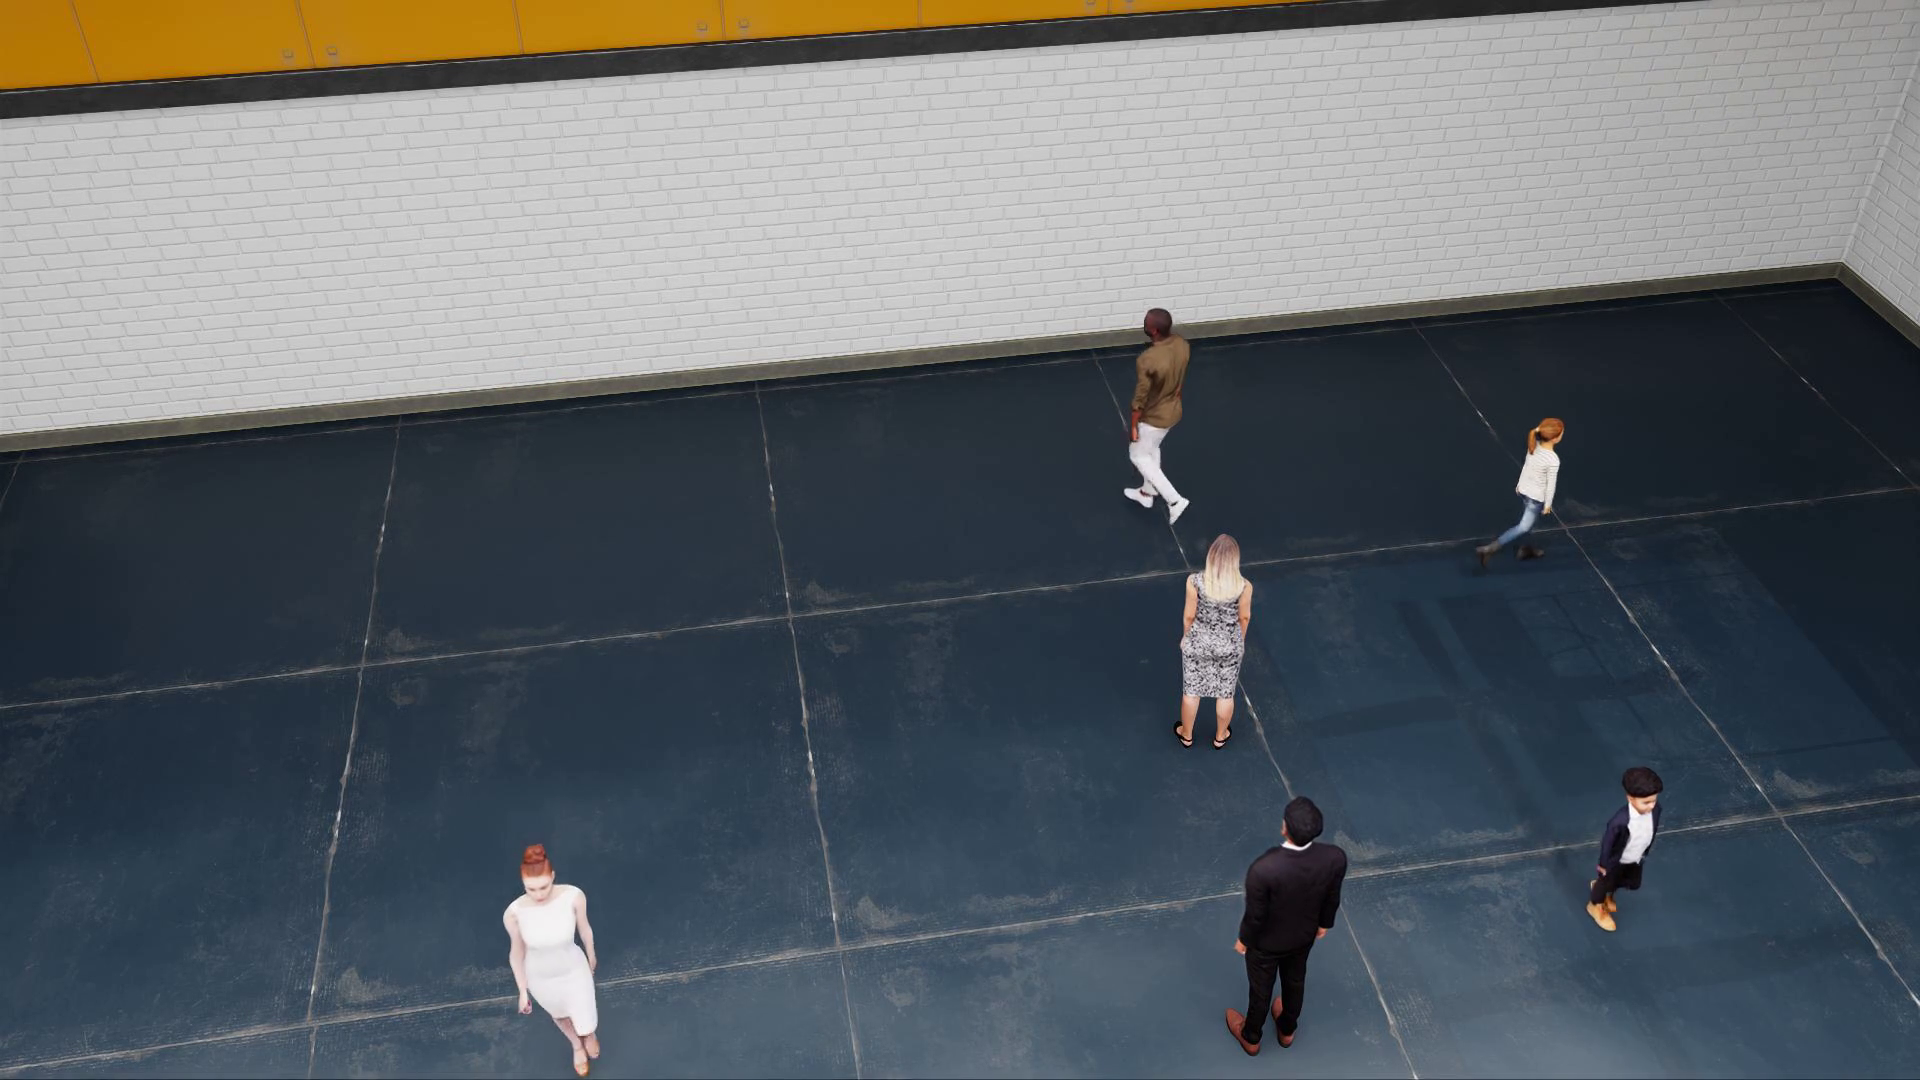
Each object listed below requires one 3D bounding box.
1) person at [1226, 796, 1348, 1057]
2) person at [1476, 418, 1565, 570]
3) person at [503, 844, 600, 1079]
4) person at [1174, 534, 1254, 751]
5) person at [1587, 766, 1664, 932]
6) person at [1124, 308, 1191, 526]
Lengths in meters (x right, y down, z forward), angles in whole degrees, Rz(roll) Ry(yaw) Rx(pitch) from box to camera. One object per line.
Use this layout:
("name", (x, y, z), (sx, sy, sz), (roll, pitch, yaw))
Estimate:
("person", (1.689, 2.031, 8.685), (0.715, 1.884, 0.578), (-10, 40, -12))
("person", (4.103, -0.311, 12.087), (0.610, 1.298, 0.831), (-11, 40, -14))
("person", (-2.085, 2.166, 8.597), (0.574, 1.782, 0.608), (-8, 39, -10))
("person", (1.600, 0.670, 10.533), (0.622, 1.704, 0.598), (6, 39, 7))
("person", (3.800, 1.733, 9.589), (0.546, 1.220, 0.561), (-13, 40, -15))
("person", (1.513, -0.886, 12.405), (0.999, 1.799, 1.086), (-30, 48, -32))
